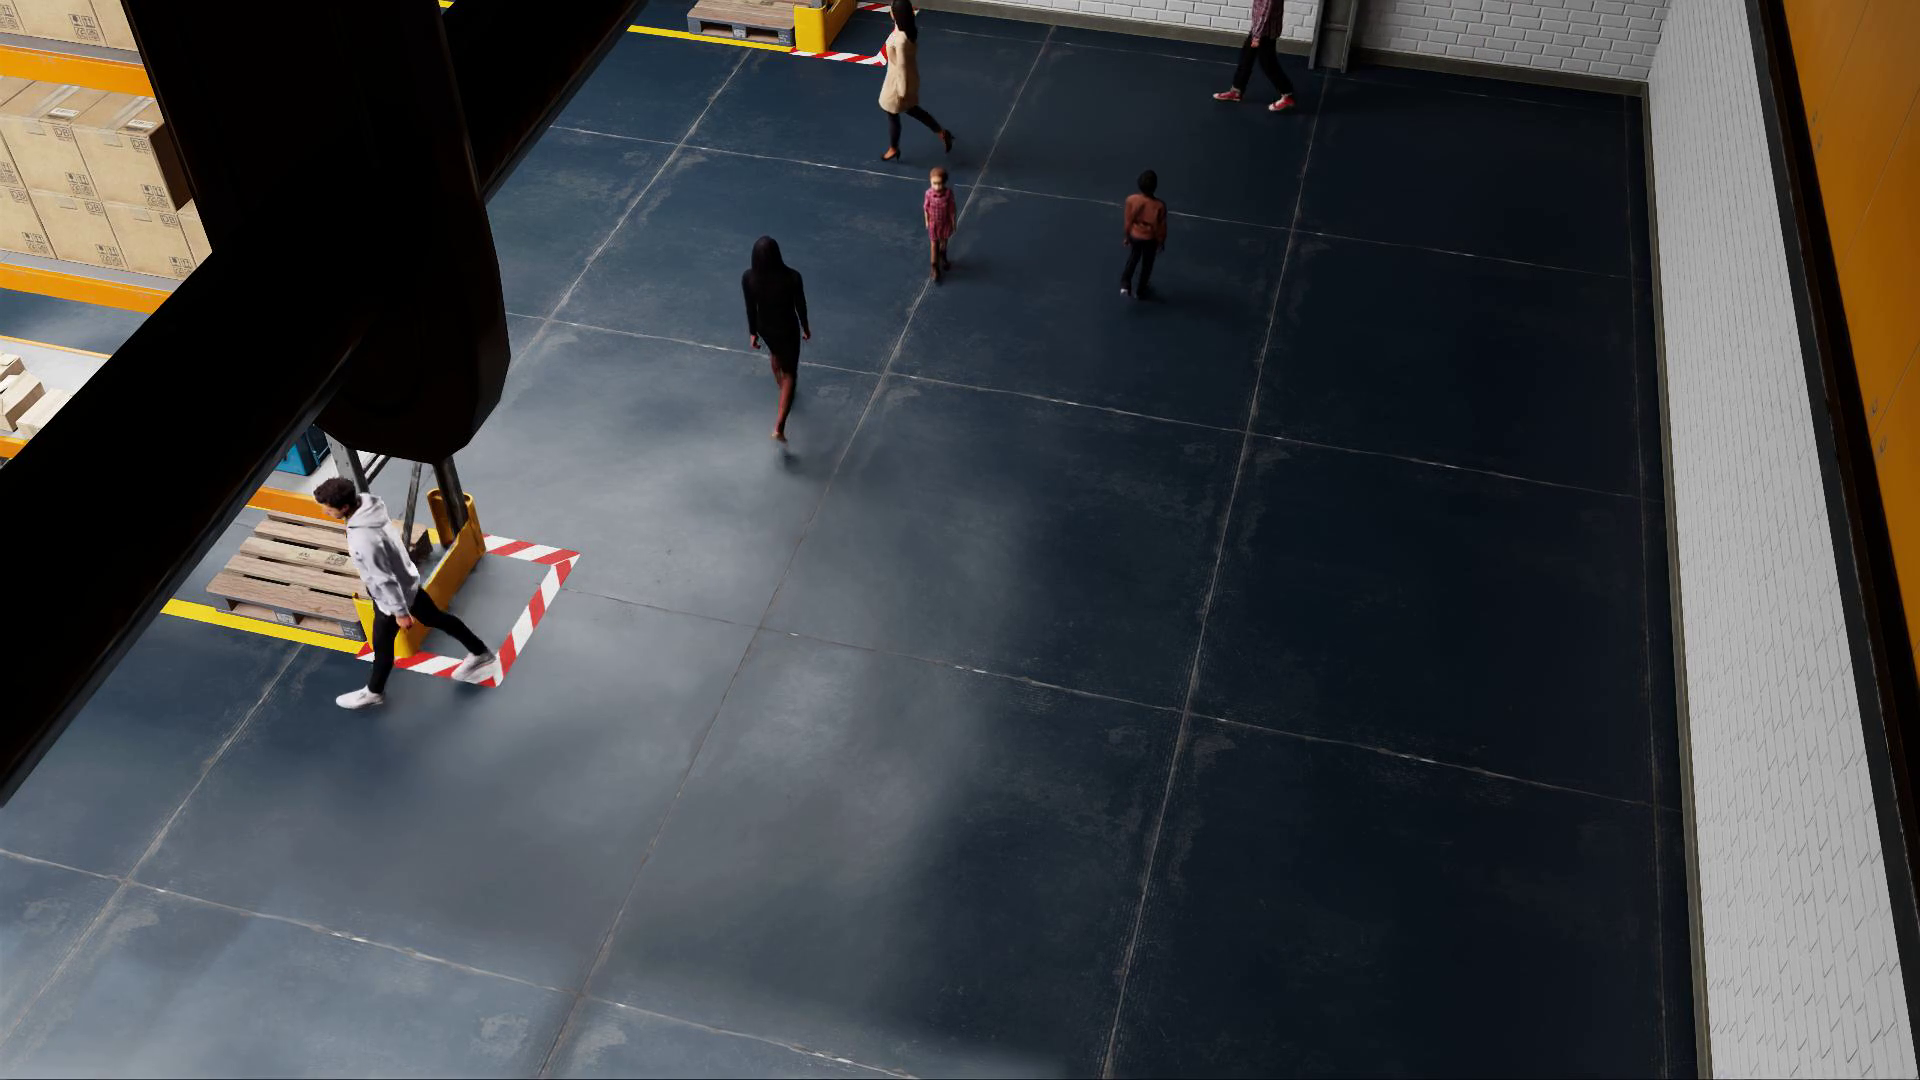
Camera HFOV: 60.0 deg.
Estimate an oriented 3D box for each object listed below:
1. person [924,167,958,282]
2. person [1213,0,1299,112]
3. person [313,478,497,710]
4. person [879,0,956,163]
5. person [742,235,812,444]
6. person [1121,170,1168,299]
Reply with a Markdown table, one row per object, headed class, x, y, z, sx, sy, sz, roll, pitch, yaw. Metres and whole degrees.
| class | x | y | z | sx | sy | sz | roll | pitch | yaw |
| --- | --- | --- | --- | --- | --- | --- | --- | --- | --- |
| person | -0.164 | -2.820 | 14.504 | 0.609 | 1.008 | 0.585 | -2 | 44 | -2 |
| person | 3.069 | -5.008 | 16.271 | 1.094 | 1.740 | 0.748 | 8 | 44 | 8 |
| person | -3.496 | 0.329 | 10.656 | 1.393 | 1.757 | 1.209 | -16 | 46 | -16 |
| person | -0.435 | -4.251 | 15.532 | 0.957 | 1.663 | 0.675 | 8 | 44 | 8 |
| person | -1.385 | -1.512 | 12.641 | 1.105 | 1.684 | 0.748 | 7 | 44 | 7 |
| person | 1.532 | -2.540 | 14.039 | 0.670 | 1.246 | 0.670 | 20 | 47 | 20 |
